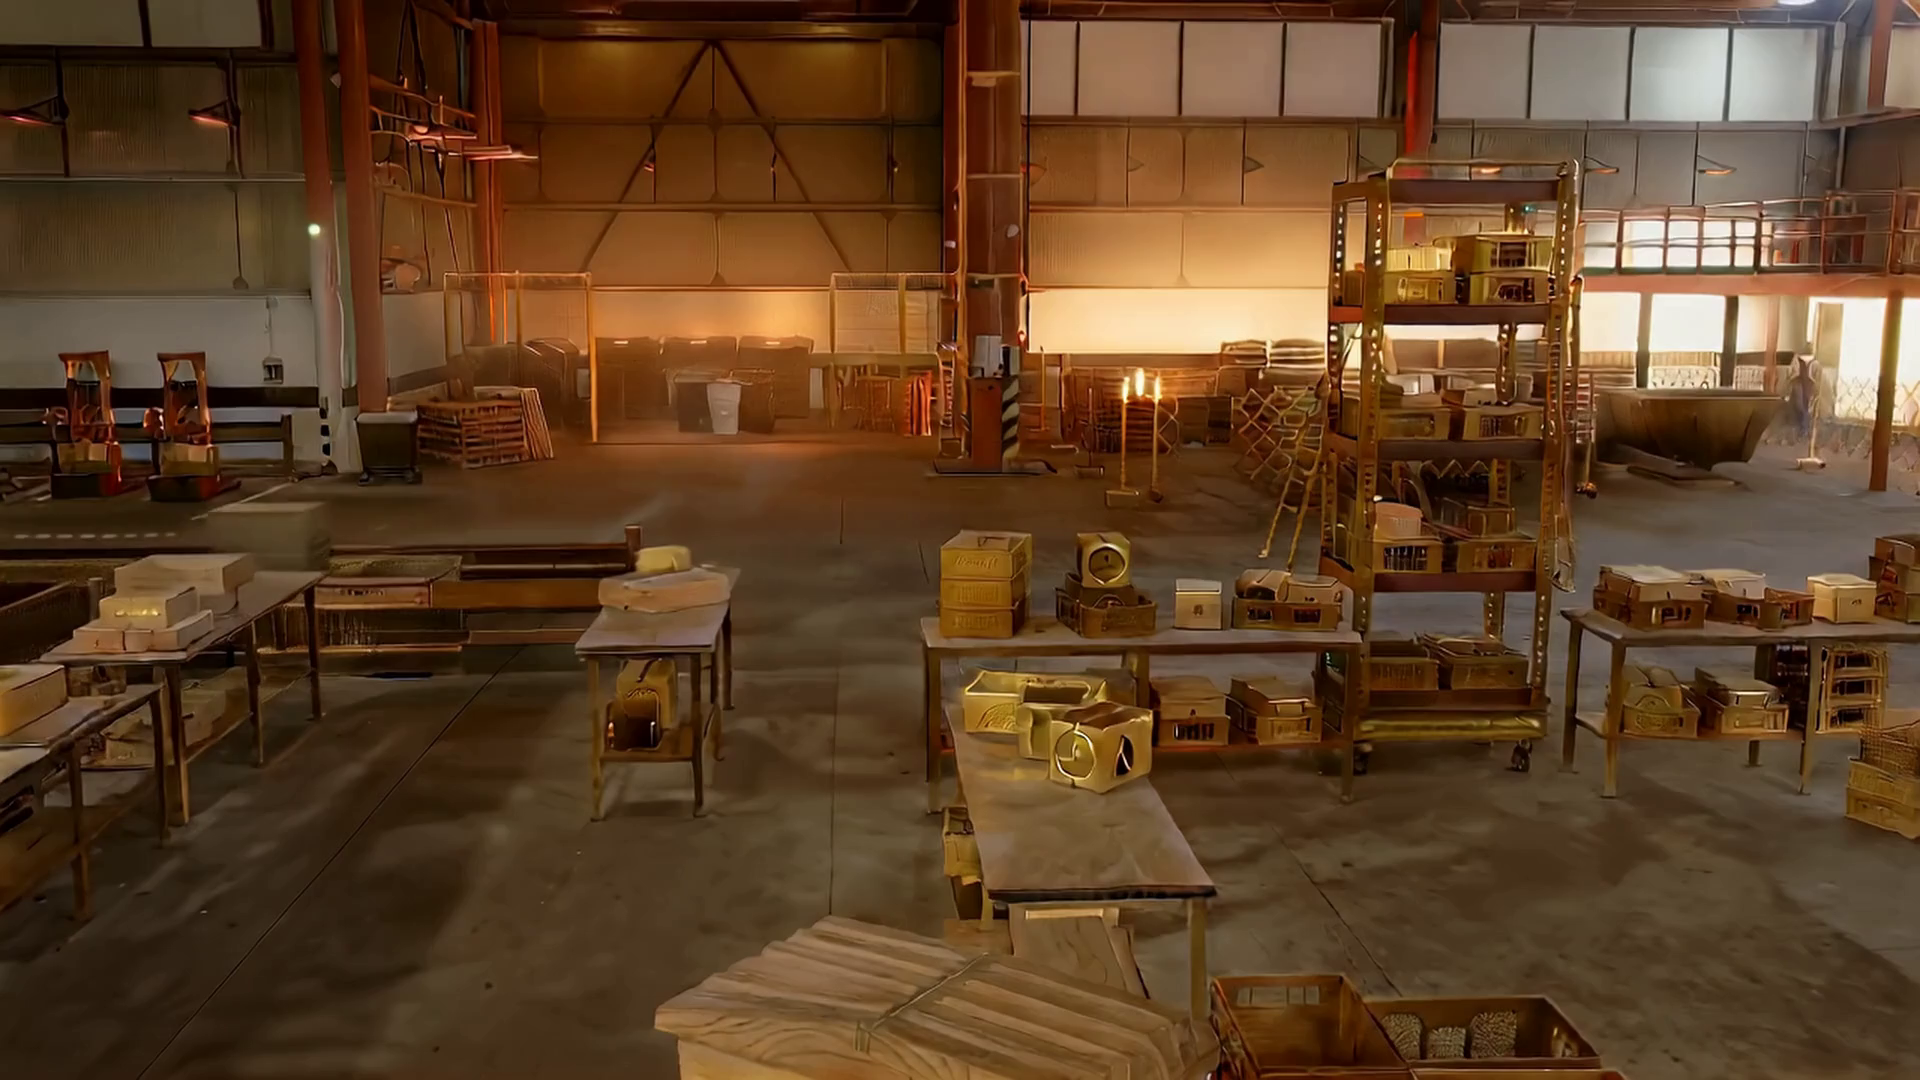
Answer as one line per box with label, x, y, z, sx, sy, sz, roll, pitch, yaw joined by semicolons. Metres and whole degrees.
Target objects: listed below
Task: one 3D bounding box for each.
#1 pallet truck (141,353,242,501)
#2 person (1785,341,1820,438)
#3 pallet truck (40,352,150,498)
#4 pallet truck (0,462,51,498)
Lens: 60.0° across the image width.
pallet truck;-10.520;-1.604;22.925;0.823;1.965;1.885;-1;9;-6
person;15.611;-2.776;30.839;0.544;1.820;0.650;5;10;27
pallet truck;-11.907;-1.642;23.165;0.823;1.965;1.885;0;9;0
pallet truck;-13.193;-1.293;23.148;0.653;1.274;1.630;-1;9;-4
